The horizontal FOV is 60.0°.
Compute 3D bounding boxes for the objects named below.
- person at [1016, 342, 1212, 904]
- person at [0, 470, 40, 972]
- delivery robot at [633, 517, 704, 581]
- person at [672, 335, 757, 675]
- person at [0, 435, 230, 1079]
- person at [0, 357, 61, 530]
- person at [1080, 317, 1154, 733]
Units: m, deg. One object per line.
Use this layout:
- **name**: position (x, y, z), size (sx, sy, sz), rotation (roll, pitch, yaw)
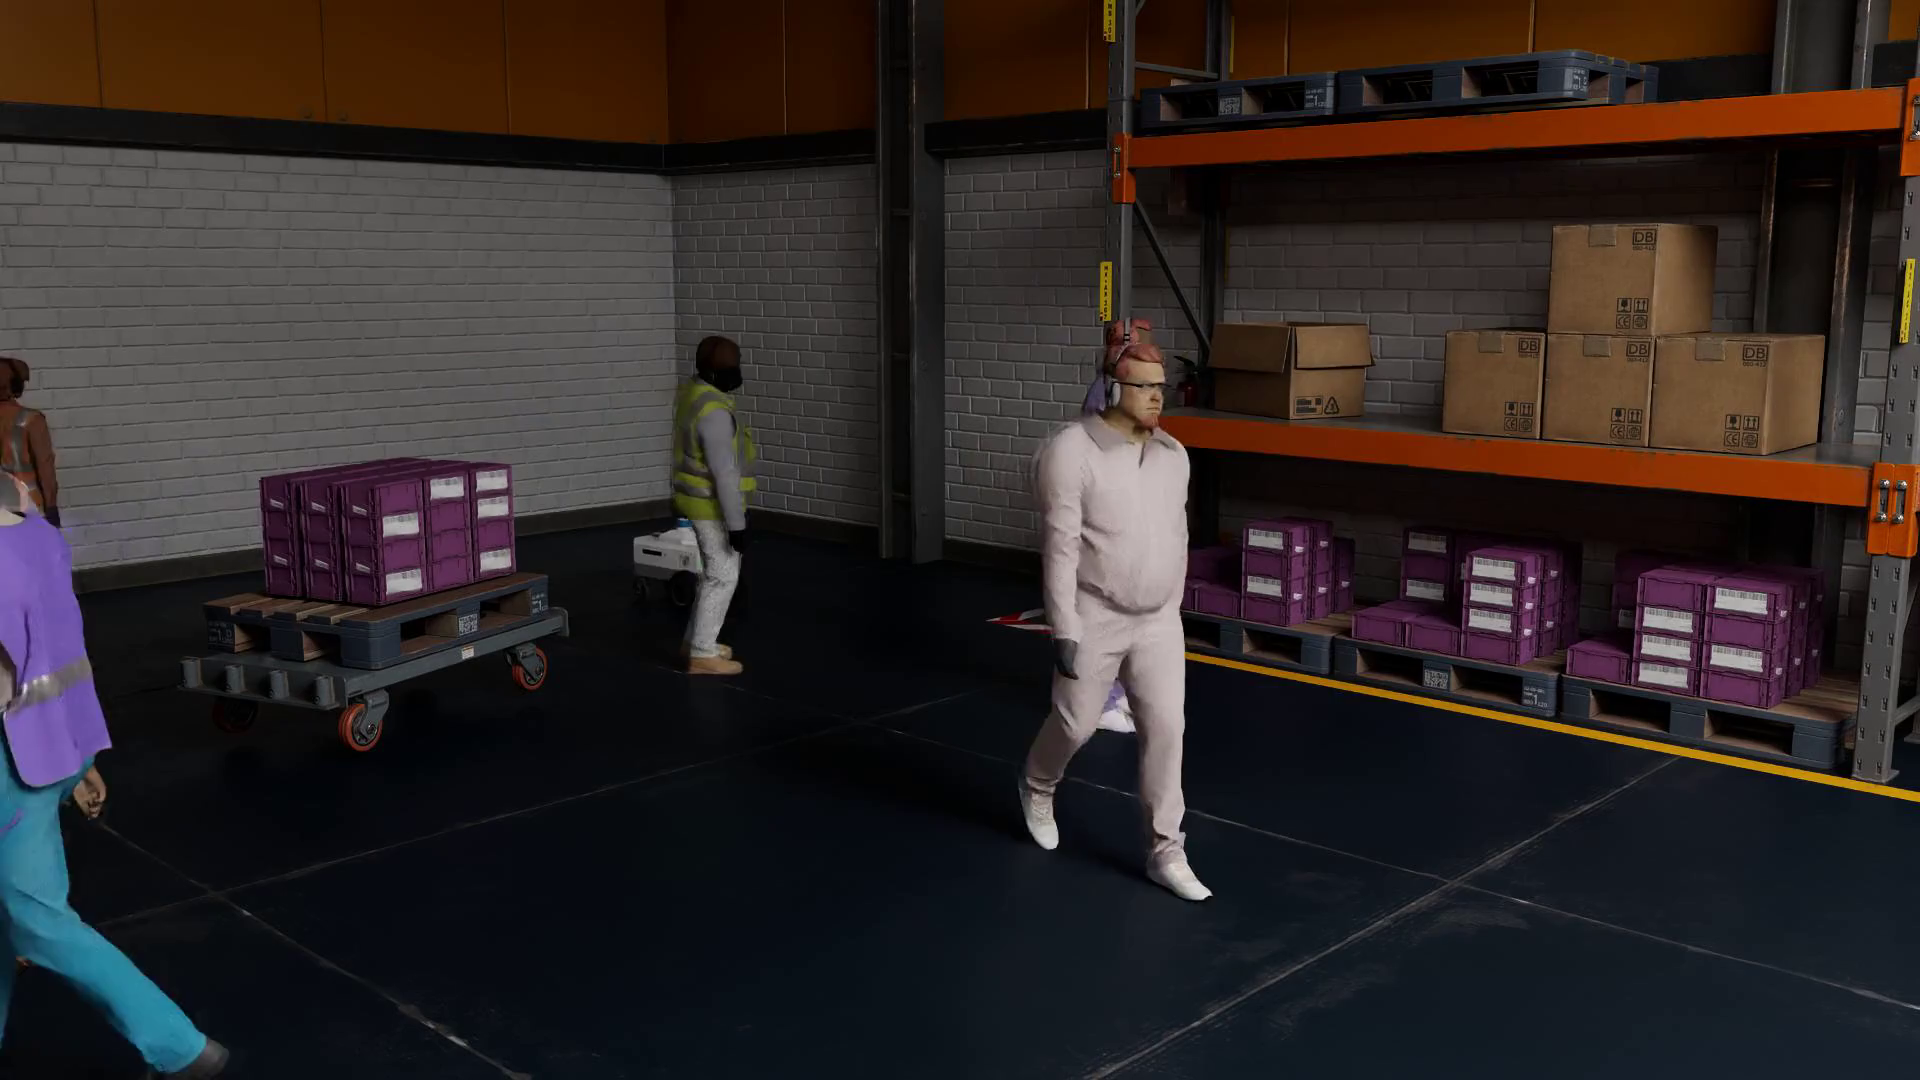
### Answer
- **person**: position (0.521, 0.250, 5.773), size (0.643, 1.880, 0.880), rotation (-5, 10, -28)
- **person**: position (-2.940, 0.444, 4.821), size (0.588, 1.807, 0.669), rotation (8, 12, 40)
- **delivery robot**: position (-1.729, 0.099, 10.460), size (0.707, 0.478, 0.477), rotation (8, 12, 39)
- **person**: position (-1.258, -0.164, 8.598), size (0.429, 1.790, 0.712), rotation (-3, 10, -15)
- **person**: position (-2.278, 0.569, 4.068), size (0.839, 1.810, 0.584), rotation (-1, 9, -5)
- **person**: position (-5.184, -0.175, 9.118), size (0.538, 1.641, 0.313), rotation (2, 9, 11)
- **person**: position (0.759, -0.074, 7.706), size (0.399, 1.902, 0.647), rotation (2, 9, 11)
